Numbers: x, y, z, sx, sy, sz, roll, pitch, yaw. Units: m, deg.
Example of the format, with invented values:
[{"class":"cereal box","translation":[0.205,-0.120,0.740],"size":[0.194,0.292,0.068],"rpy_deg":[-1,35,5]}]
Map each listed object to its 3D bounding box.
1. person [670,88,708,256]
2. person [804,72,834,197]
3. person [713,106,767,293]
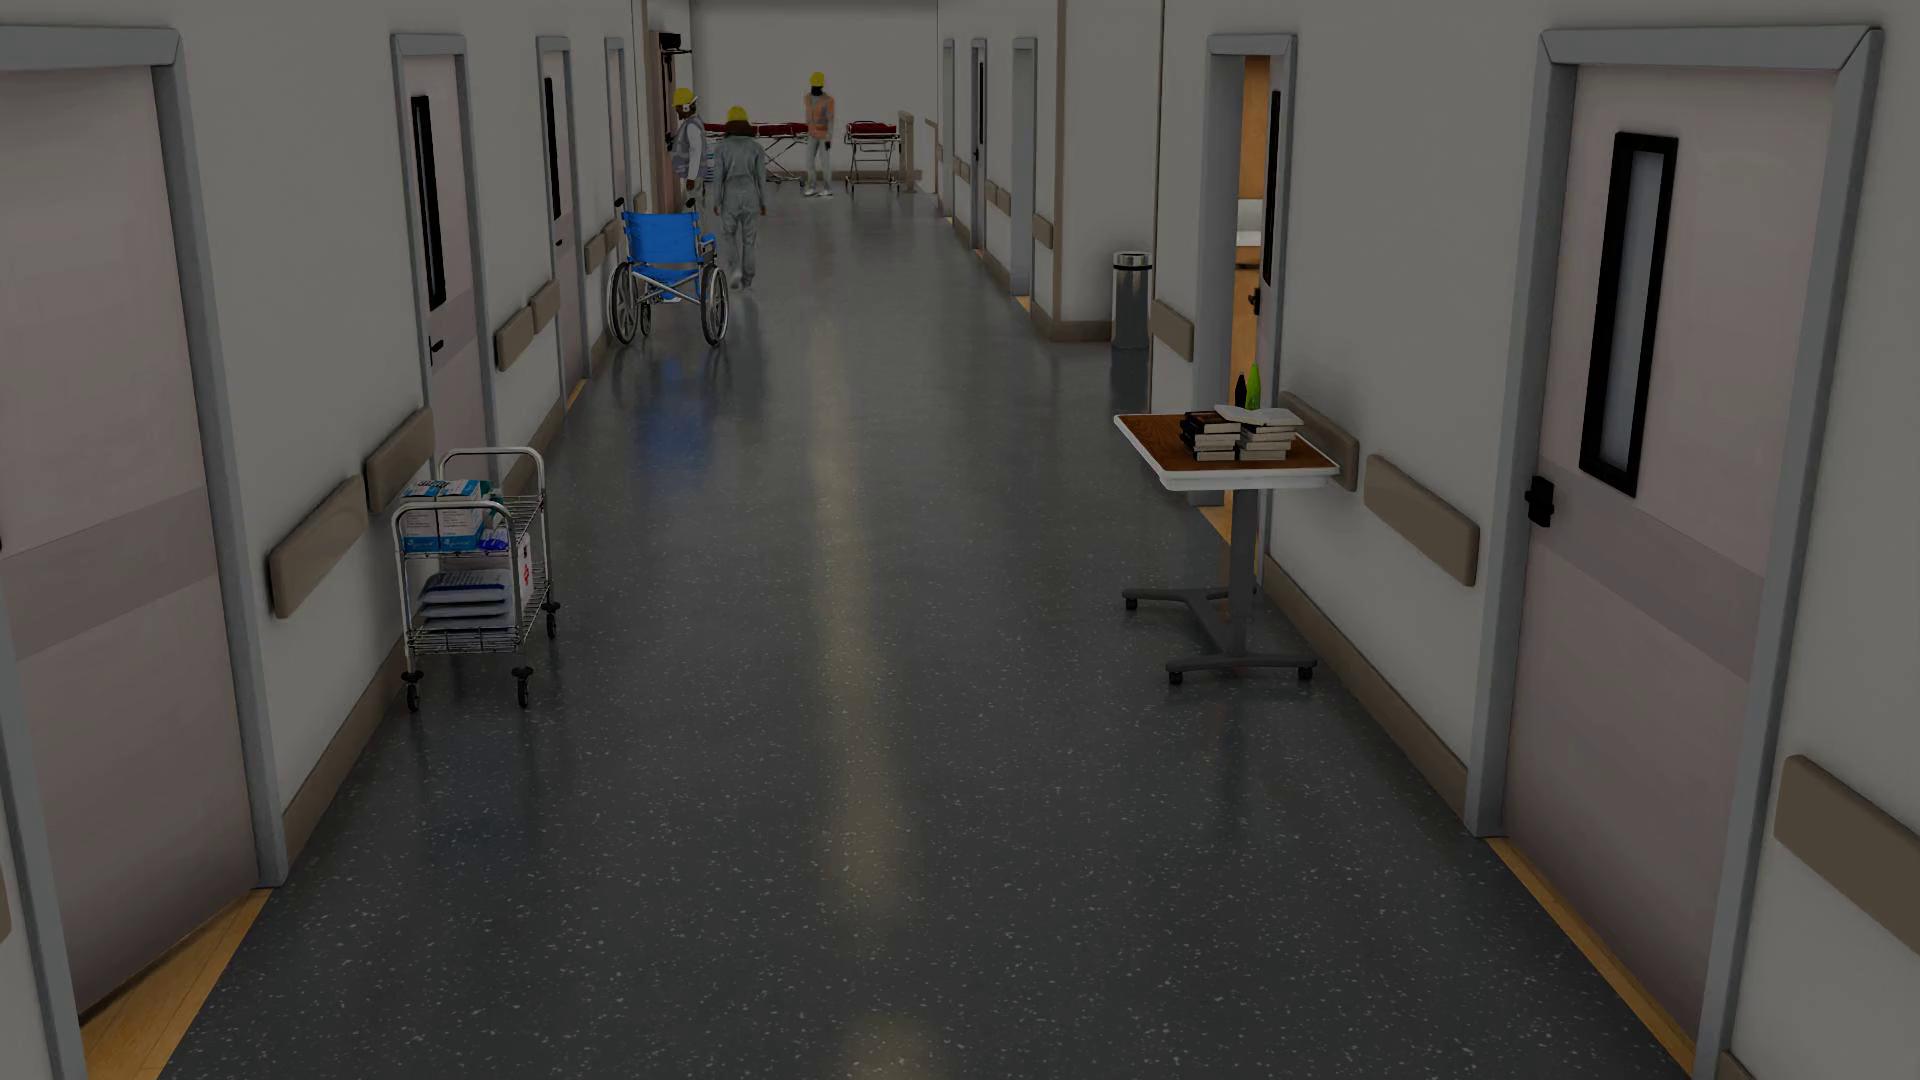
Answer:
[{"class":"person","translation":[-2.982,-4.053,18.373],"size":[0.403,1.822,0.588],"rpy_deg":[-3,17,-9]},{"class":"person","translation":[-2.135,-6.183,25.400],"size":[0.620,1.868,0.652],"rpy_deg":[10,19,30]},{"class":"person","translation":[-2.072,-3.198,15.667],"size":[0.516,1.719,0.383],"rpy_deg":[-4,17,-14]}]
